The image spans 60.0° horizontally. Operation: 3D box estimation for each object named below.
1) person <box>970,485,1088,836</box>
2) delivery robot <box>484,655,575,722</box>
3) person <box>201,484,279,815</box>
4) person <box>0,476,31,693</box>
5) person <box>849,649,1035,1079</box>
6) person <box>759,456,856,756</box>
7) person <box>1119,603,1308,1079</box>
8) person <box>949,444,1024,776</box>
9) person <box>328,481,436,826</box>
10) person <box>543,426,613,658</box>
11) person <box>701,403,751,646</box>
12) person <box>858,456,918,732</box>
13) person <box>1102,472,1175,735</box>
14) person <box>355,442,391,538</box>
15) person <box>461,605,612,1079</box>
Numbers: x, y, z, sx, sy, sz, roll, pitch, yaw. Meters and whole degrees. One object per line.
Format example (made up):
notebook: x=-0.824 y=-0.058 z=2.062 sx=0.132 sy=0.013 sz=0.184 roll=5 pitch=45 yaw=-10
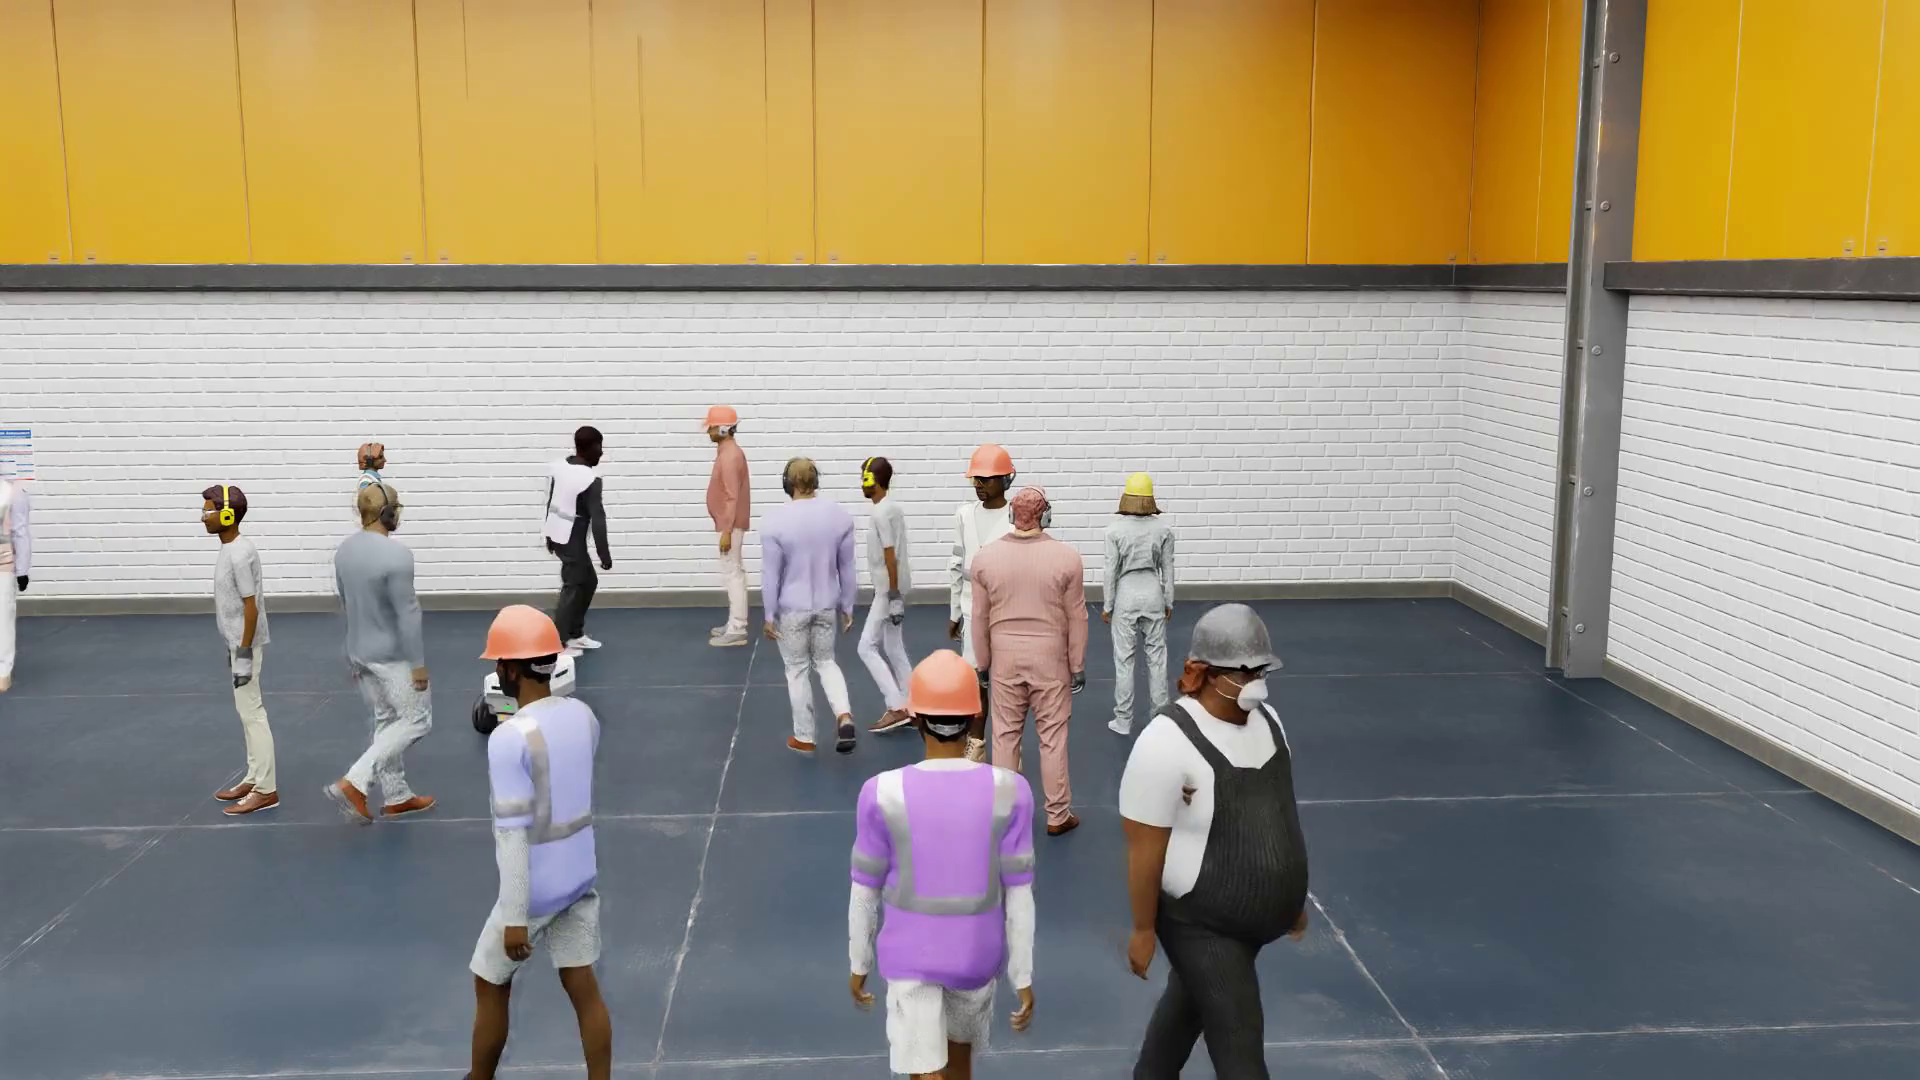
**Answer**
person: x=0.386 y=0.654 z=9.028 sx=0.636 sy=1.911 sz=0.404 roll=2 pitch=9 yaw=15
delivery robot: x=-2.879 y=0.942 z=11.156 sx=0.477 sy=0.478 sz=0.707 roll=2 pitch=9 yaw=14
person: x=-4.079 y=0.613 z=9.399 sx=0.334 sy=1.873 sz=0.517 roll=-5 pitch=10 yaw=-27
person: x=-7.079 y=0.208 z=12.067 sx=0.656 sy=1.829 sz=0.451 roll=-2 pitch=9 yaw=-11
person: x=-0.066 y=1.275 z=5.207 sx=0.564 sy=1.884 sz=0.980 roll=-1 pitch=9 yaw=-9
person: x=-0.927 y=0.438 z=10.345 sx=0.627 sy=1.920 sz=0.588 roll=-5 pitch=10 yaw=-30
person: x=0.891 y=1.151 z=5.487 sx=1.006 sy=2.000 sz=0.696 roll=9 pitch=13 yaw=43
person: x=0.185 y=0.444 z=9.925 sx=0.608 sy=2.044 sz=0.373 roll=6 pitch=11 yaw=34
person: x=-3.174 y=0.637 z=9.087 sx=0.650 sy=1.922 sz=0.594 roll=8 pitch=12 yaw=41
person: x=-3.001 y=0.028 z=13.111 sx=0.577 sy=1.866 sz=0.692 roll=-6 pitch=11 yaw=-33
person: x=-1.917 y=-0.132 z=13.695 sx=0.391 sy=1.993 sz=0.616 roll=-1 pitch=9 yaw=-7
person: x=-0.463 y=0.361 z=11.106 sx=0.486 sy=1.827 sz=0.528 roll=1 pitch=9 yaw=9
person: x=1.175 y=0.417 z=11.028 sx=0.492 sy=1.742 sz=0.320 roll=-2 pitch=9 yaw=-9
person: x=-4.917 y=-0.001 z=13.975 sx=0.310 sy=1.642 sz=0.514 roll=-3 pitch=9 yaw=-15
person: x=-1.556 y=1.167 z=5.811 sx=0.872 sy=1.903 sz=0.579 roll=4 pitch=10 yaw=23
